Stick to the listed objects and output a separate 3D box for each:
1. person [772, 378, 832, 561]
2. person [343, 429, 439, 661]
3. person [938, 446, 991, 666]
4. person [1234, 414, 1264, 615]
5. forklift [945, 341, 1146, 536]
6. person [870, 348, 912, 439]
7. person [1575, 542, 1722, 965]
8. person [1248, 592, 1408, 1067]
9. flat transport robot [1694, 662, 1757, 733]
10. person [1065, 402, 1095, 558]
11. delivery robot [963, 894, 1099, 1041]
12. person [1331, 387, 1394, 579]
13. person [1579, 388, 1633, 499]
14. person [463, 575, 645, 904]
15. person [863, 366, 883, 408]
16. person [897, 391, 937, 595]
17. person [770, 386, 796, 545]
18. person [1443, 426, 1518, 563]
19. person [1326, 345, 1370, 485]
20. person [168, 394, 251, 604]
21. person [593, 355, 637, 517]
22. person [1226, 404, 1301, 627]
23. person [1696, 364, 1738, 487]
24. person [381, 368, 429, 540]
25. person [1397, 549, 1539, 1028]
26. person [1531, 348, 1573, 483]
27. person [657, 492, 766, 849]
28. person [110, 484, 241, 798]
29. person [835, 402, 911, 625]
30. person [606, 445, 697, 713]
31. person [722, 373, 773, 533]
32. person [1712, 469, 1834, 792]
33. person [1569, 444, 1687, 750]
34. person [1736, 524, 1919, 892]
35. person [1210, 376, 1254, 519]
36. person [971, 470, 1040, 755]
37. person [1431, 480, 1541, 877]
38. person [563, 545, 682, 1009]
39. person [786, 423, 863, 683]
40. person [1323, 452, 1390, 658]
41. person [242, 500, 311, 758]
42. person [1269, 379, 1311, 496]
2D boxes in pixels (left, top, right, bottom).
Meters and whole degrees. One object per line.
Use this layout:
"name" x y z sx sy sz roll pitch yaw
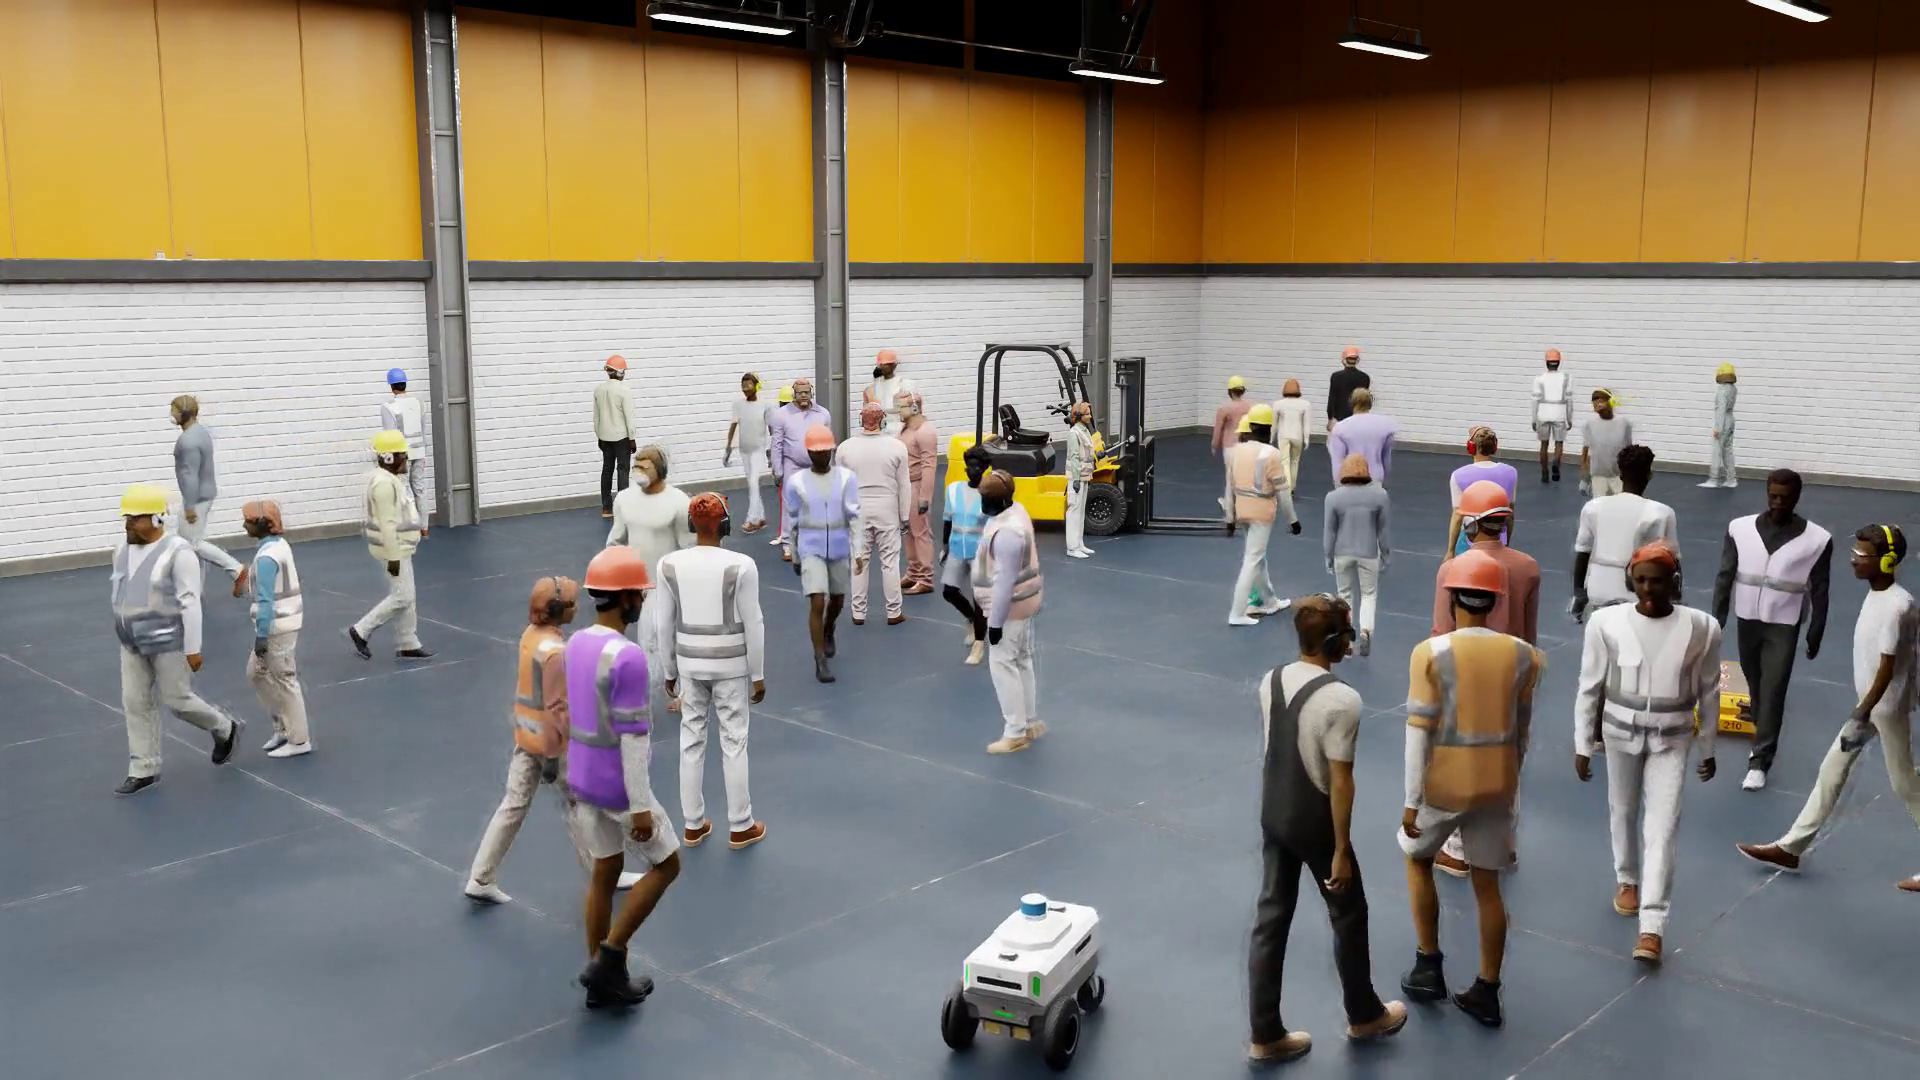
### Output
"person" -1.628 -0.731 17.320 0.649 1.906 0.401 -4 10 -21
"person" -4.373 0.061 12.722 0.588 1.819 0.607 -2 10 -13
"person" 0.113 0.101 12.860 0.569 1.687 0.539 5 11 28
"person" 2.548 -0.222 14.640 0.332 1.766 0.538 2 9 10
"forklift" 0.977 -1.223 19.452 2.313 2.155 1.214 2 9 11
"person" -0.852 -1.440 21.299 0.609 2.031 0.609 6 11 32
"person" 3.086 0.912 7.499 0.589 1.825 1.013 4 10 25
"person" 1.434 1.093 6.401 0.837 1.814 0.546 -6 11 -33
"flat transport robot" 5.182 1.040 11.462 0.652 0.197 1.431 4 10 23
"person" 1.260 -0.636 17.551 0.307 1.641 0.513 3 10 17
"delivery robot" 0.291 1.647 6.583 0.477 0.478 0.707 4 10 24
"person" 3.943 -0.558 16.348 0.627 1.893 1.042 0 9 1
"person" 6.668 -0.642 17.012 0.647 1.826 0.423 2 9 13
"person" -1.990 0.956 7.924 0.854 1.602 0.554 -5 11 -30
"person" -1.126 -1.619 23.432 0.533 1.690 0.321 4 10 24
"person" -0.452 -0.443 15.560 0.403 1.904 0.652 -4 10 -21
"person" -1.849 -0.799 18.178 0.525 1.765 0.329 5 11 30
"person" 3.966 0.056 12.674 0.563 1.848 0.391 -3 10 -17
"person" 5.354 -1.694 22.979 0.658 1.981 0.427 -2 10 -14
"person" -6.809 -0.353 14.951 0.669 1.926 0.642 -3 10 -18
"person" -4.176 -1.257 20.275 0.622 1.990 0.398 6 11 31
"person" 2.598 -0.217 14.235 0.767 1.898 0.599 -6 11 -31
"person" 10.571 -1.572 23.102 0.534 1.735 0.507 8 12 41
"person" -6.165 -0.933 18.448 0.402 1.943 0.605 5 11 28
"person" 2.042 0.993 6.760 0.576 1.899 0.611 -2 9 -9
"person" 8.331 -1.734 23.415 0.572 1.921 0.574 3 10 17
"person" -1.291 0.685 8.710 0.574 1.882 0.355 2 9 13
"person" -4.650 0.553 9.744 0.599 1.811 0.746 4 10 22
"person" -0.728 -0.218 14.171 0.638 1.910 0.407 1 9 4
"person" -2.045 0.305 11.068 0.636 1.887 1.057 6 11 31
"person" -2.449 -0.990 19.124 0.512 1.833 0.875 4 10 21
"person" 4.857 0.490 9.969 0.595 1.874 1.012 8 12 41
"person" 4.313 0.341 10.691 0.974 1.916 0.622 -7 12 -38
"person" 4.449 0.820 8.117 1.025 1.812 0.569 2 10 15
"person" 3.317 -1.136 20.337 0.547 1.717 0.877 -3 10 -20
"person" 0.294 0.432 10.530 0.434 1.806 0.777 1 9 8
"person" 2.610 0.692 8.368 0.622 1.986 0.407 -4 10 -23
"person" -1.391 0.979 6.779 0.422 1.921 0.565 -8 12 -40
"person" -1.040 0.058 12.492 0.539 1.913 0.870 -3 10 -16
"person" 3.064 0.140 12.840 0.520 1.613 0.484 2 9 11
"person" -4.256 0.556 10.277 0.442 1.619 0.542 -3 10 -16
"person" 4.349 -1.330 21.941 0.516 1.593 0.846 1 9 7
